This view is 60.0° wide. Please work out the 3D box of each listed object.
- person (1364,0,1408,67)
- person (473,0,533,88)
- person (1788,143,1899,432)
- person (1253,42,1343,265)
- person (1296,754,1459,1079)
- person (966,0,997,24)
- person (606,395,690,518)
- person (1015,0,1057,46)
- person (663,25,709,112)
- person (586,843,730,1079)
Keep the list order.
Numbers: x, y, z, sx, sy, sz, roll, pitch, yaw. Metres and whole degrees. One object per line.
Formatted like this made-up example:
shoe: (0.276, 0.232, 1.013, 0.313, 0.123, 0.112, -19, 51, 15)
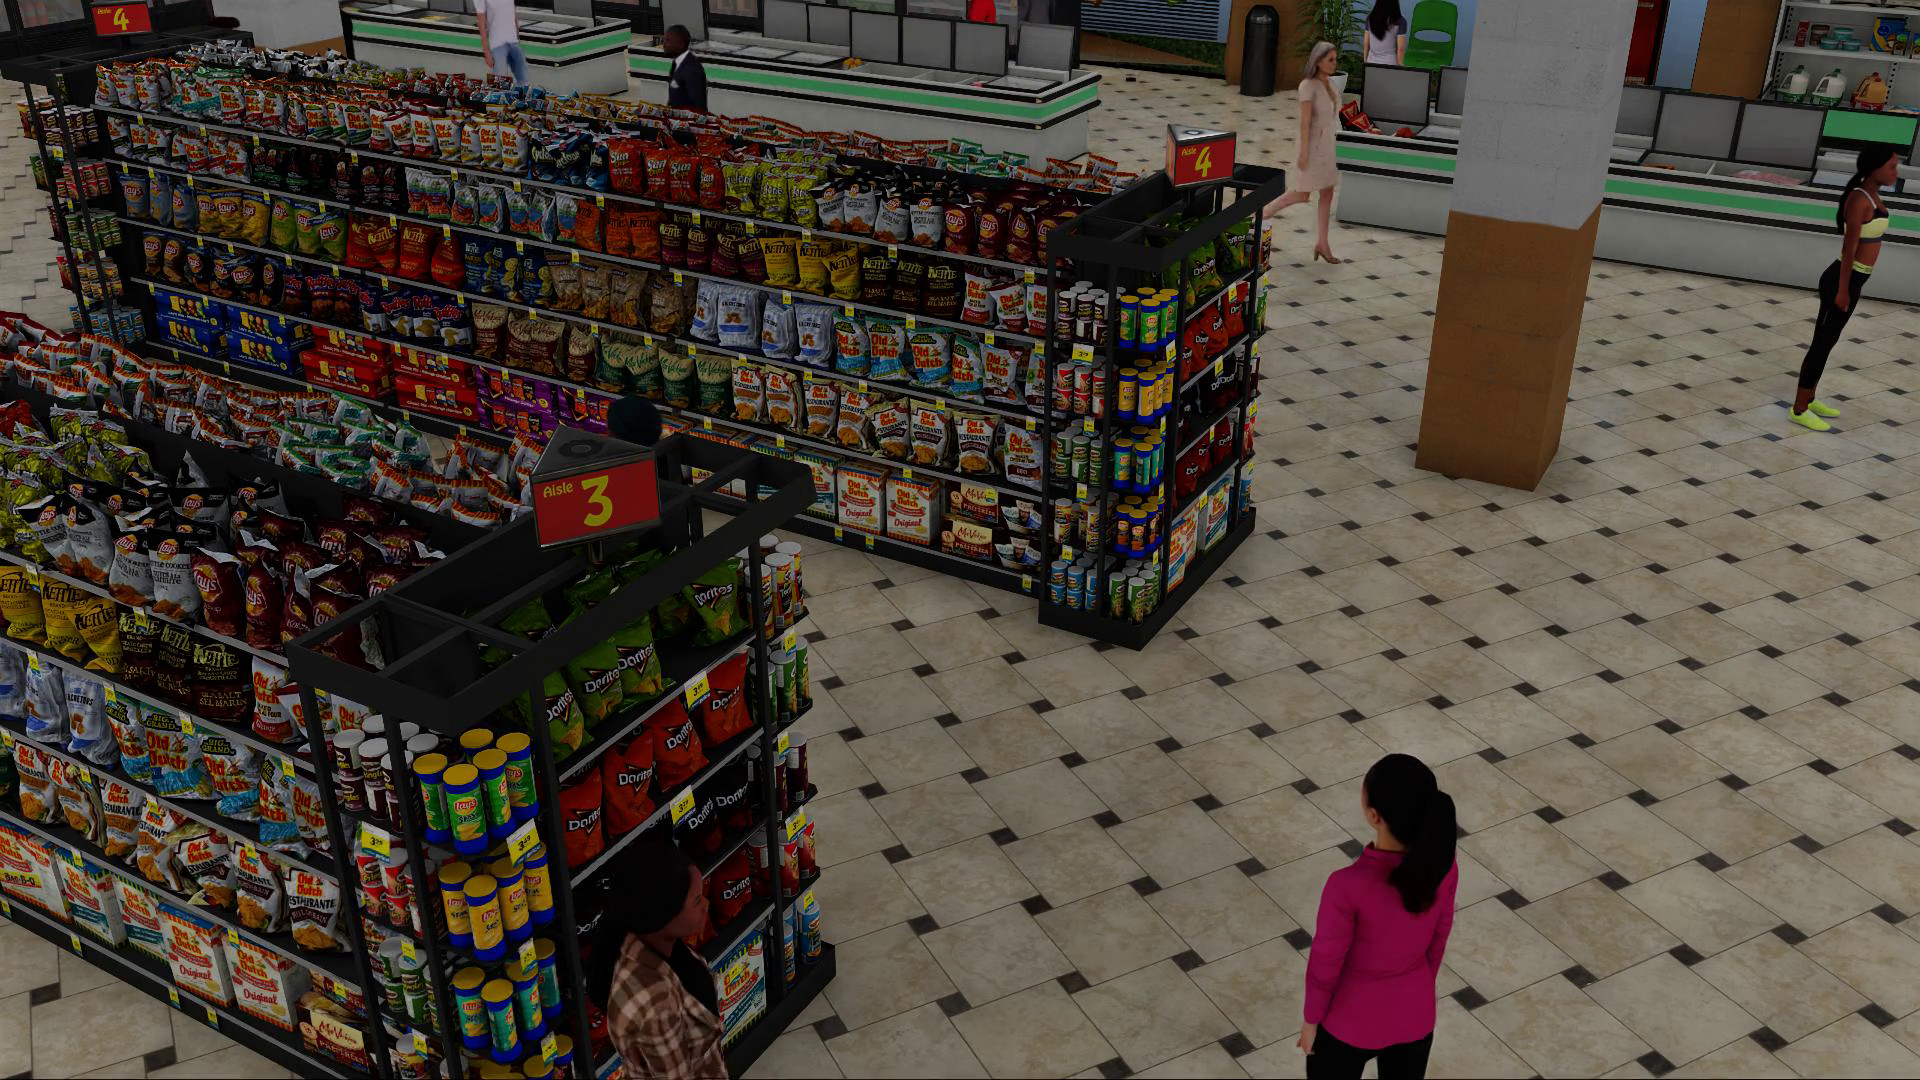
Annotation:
person: (4.117, -4.595, 16.238, 0.528, 1.707, 0.694, 23, 35, 37)
person: (-4.693, -4.985, 16.864, 0.730, 1.836, 0.688, 17, 31, 30)
person: (5.405, -1.560, 10.201, 0.542, 1.754, 0.585, 19, 33, 33)
person: (2.741, -3.064, 13.209, 1.078, 1.715, 0.722, 21, 33, 35)
person: (1.150, 1.325, 4.573, 0.676, 1.698, 0.728, -8, 28, -16)
person: (0.243, -5.926, 18.766, 0.614, 1.794, 0.632, 24, 36, 39)
person: (-1.204, 0.280, 6.502, 0.671, 1.818, 0.734, 6, 28, 12)
person: (0.783, -5.357, 17.559, 0.752, 1.871, 0.691, -23, 35, -37)
person: (-2.090, -3.230, 13.458, 1.197, 1.786, 1.111, -5, 27, -10)
person: (-0.806, 1.508, 4.122, 0.782, 1.780, 0.725, -4, 27, -7)
